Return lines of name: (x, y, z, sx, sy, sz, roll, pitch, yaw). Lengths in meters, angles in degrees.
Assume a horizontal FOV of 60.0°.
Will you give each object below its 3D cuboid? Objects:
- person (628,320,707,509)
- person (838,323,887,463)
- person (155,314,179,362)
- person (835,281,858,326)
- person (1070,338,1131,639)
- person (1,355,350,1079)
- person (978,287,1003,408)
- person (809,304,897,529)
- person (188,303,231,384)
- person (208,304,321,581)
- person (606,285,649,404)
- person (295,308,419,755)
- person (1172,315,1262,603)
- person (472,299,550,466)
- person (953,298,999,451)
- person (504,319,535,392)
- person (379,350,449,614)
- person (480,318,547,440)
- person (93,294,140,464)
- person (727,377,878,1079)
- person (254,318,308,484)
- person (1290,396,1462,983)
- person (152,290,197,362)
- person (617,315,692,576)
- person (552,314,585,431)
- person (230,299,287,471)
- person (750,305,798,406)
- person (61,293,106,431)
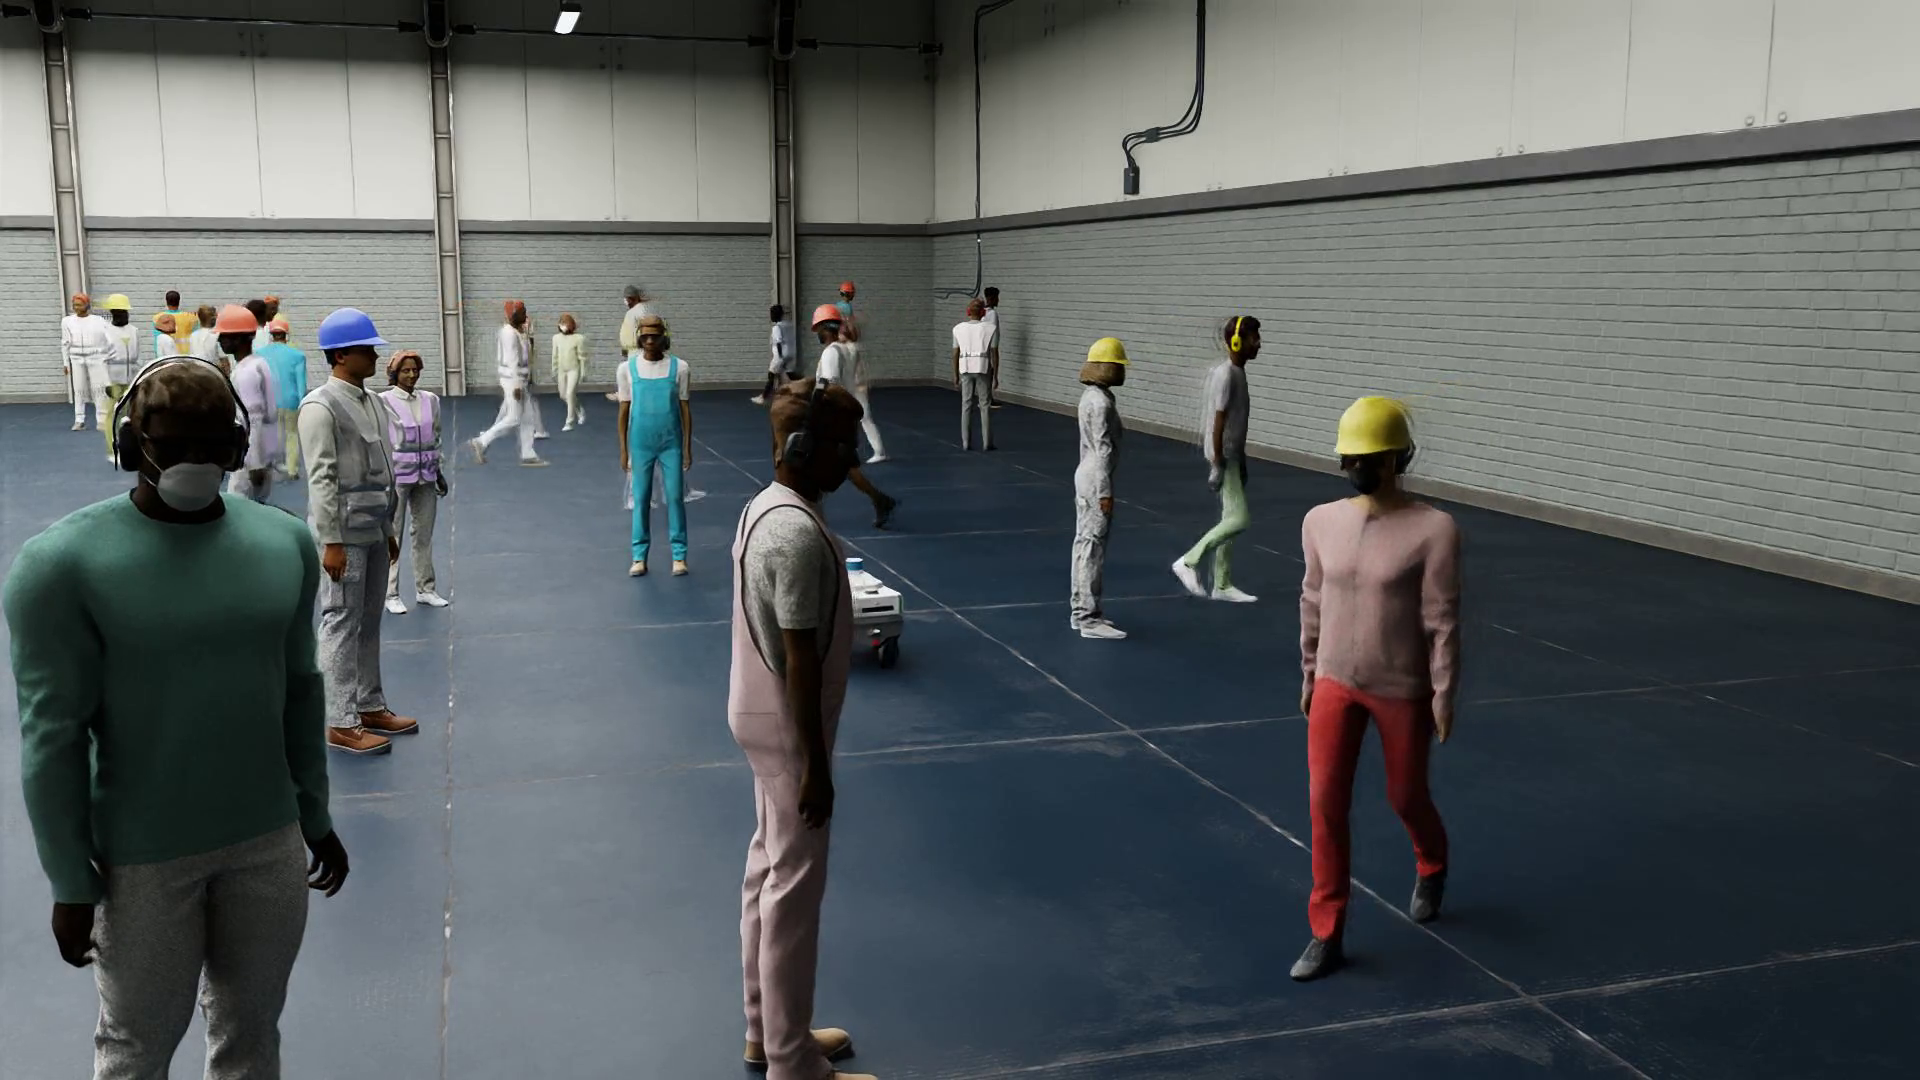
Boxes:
person: (-2.663, -1.144, 15.122, 0.834, 1.707, 0.512, -3, 10, -21)
person: (-1.222, -1.643, 18.737, 0.855, 1.587, 0.518, -2, 9, -15)
person: (-10.213, -2.100, 21.498, 0.265, 1.632, 0.508, -7, 11, -38)
person: (-1.995, -3.537, 29.365, 0.391, 2.040, 0.615, -4, 10, -24)
person: (0.825, -0.305, 9.707, 0.316, 1.741, 0.488, -1, 9, -5)
person: (-1.501, 0.606, 3.283, 0.371, 1.935, 0.627, 6, 11, 33)
person: (0.480, -3.130, 27.010, 0.362, 1.963, 0.613, -3, 10, -21)
person: (-0.994, -1.010, 13.780, 0.896, 1.890, 0.574, 1, 9, 4)
person: (-8.207, -1.665, 18.139, 0.524, 1.823, 0.726, 4, 10, 27)
person: (-4.593, -0.587, 10.956, 0.743, 1.922, 0.558, -2, 9, -13)
person: (-5.455, -3.309, 27.915, 1.049, 2.000, 0.697, -4, 10, -23)
person: (-2.676, -0.042, 7.362, 0.384, 1.951, 0.605, 1, 9, 4)
person: (1.690, -0.509, 10.652, 0.452, 1.854, 0.528, 3, 9, 17)
person: (-4.982, -1.723, 18.362, 0.731, 1.861, 0.577, -1, 9, -6)
person: (0.188, -1.998, 20.172, 0.565, 1.847, 0.396, 2, 9, 13)
person: (-7.550, -3.232, 28.520, 0.540, 1.695, 0.316, -7, 11, -36)
person: (-3.452, -0.367, 10.426, 0.308, 1.639, 0.524, 7, 11, 37)
person: (-5.754, -2.073, 21.429, 0.849, 1.587, 0.541, -2, 9, -11)
person: (-9.353, -1.790, 18.625, 0.720, 1.905, 0.587, 5, 10, 28)
person: (-0.406, 0.510, 4.203, 0.351, 1.836, 0.505, -2, 9, -15)
person: (-6.930, -1.404, 16.888, 0.570, 1.700, 0.808, -2, 9, -11)
person: (1.295, 0.419, 5.097, 0.530, 1.736, 0.801, 7, 11, 36)
person: (-11.177, -2.595, 23.752, 0.597, 1.918, 0.379, -6, 11, -35)
person: (-2.124, -0.651, 11.624, 0.505, 1.836, 0.361, -1, 9, -7)
person: (-5.378, -2.327, 23.035, 0.497, 1.614, 0.628, 3, 9, 18)
person: (-7.501, -1.613, 17.636, 0.592, 1.887, 0.890, 1, 9, 8)
person: (-2.963, -2.990, 27.109, 0.891, 1.648, 0.542, 3, 9, 18)
person: (-12.031, -2.444, 22.897, 0.584, 1.881, 0.337, -2, 9, -15)
